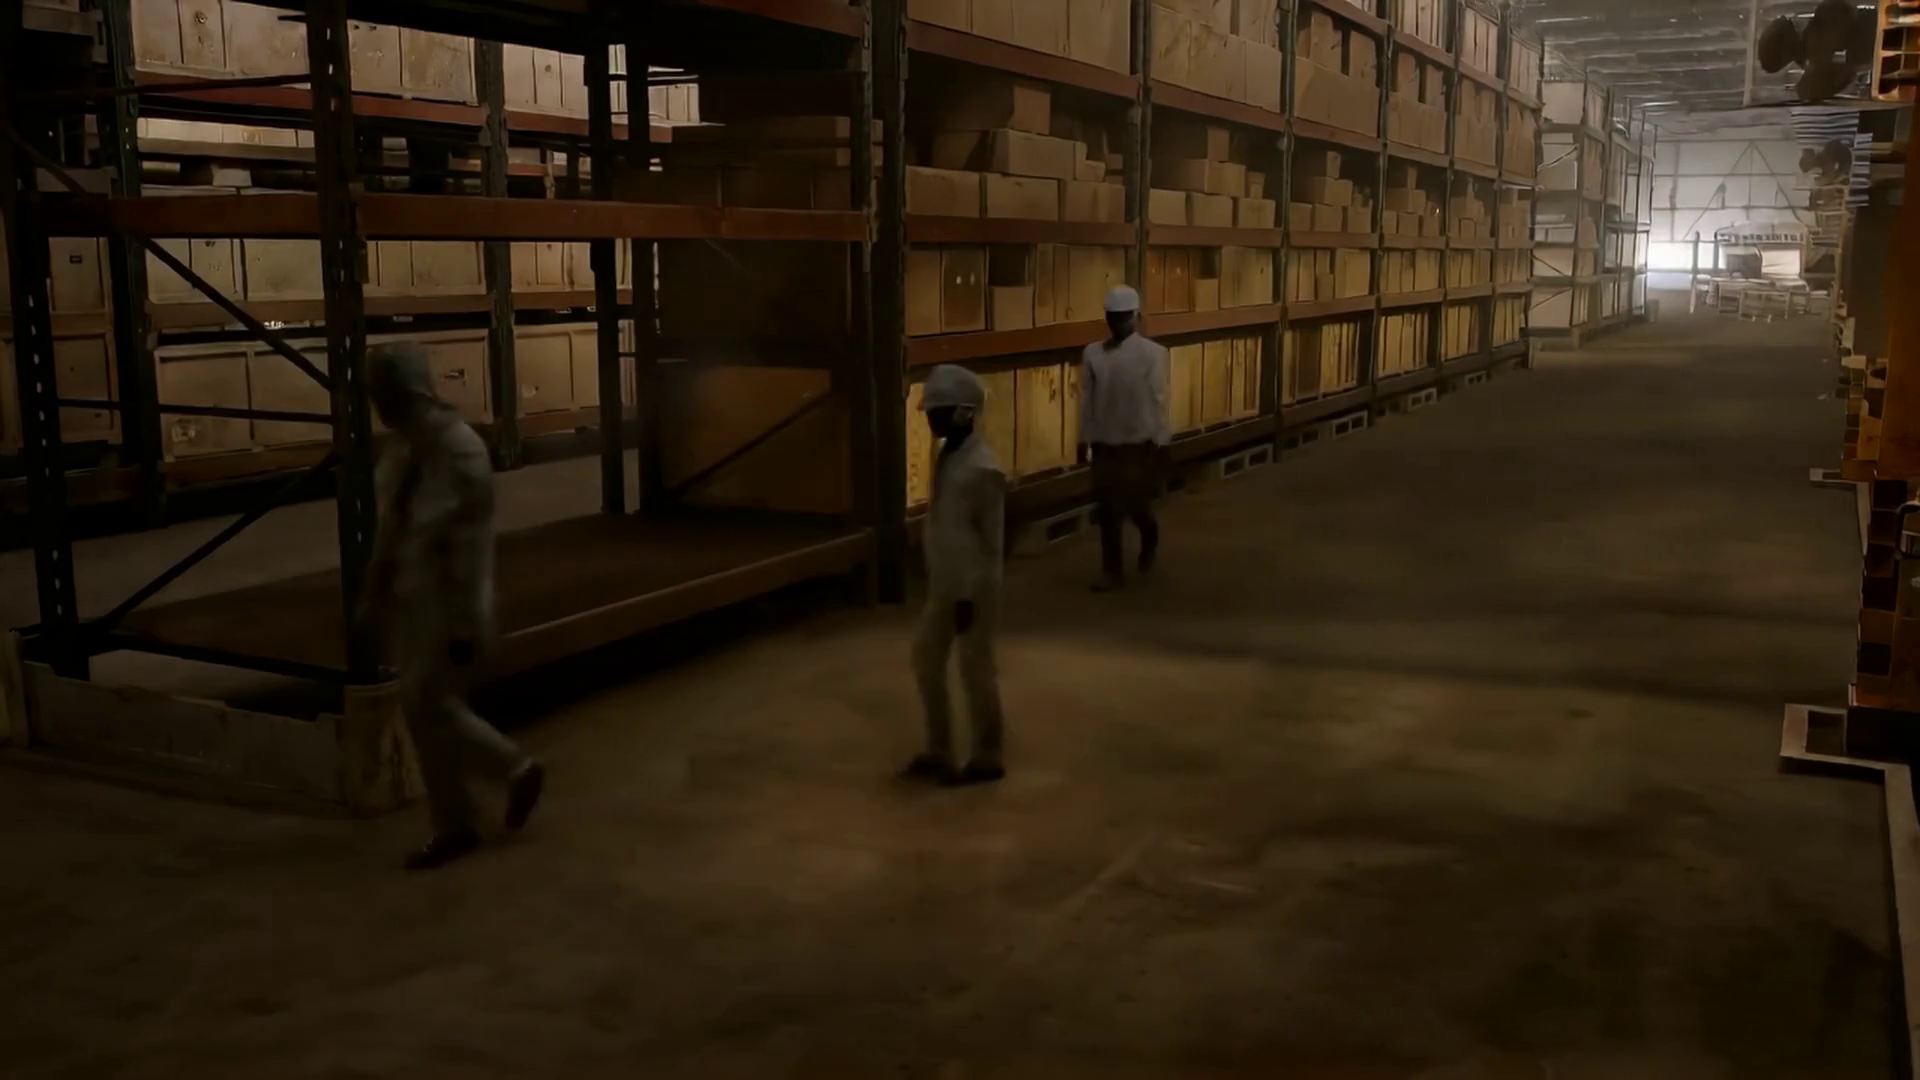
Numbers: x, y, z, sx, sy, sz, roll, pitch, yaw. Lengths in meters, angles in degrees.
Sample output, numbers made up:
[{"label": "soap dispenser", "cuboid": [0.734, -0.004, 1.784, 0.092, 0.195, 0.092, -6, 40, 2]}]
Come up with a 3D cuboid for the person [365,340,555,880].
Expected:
[{"label": "person", "cuboid": [-1.827, 0.231, 5.900, 0.512, 1.875, 0.673, -8, 12, -38]}]

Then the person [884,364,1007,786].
[{"label": "person", "cuboid": [-0.076, 0.162, 6.710, 0.620, 1.729, 0.596, -4, 11, -21]}]

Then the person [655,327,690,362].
[{"label": "person", "cuboid": [-2.613, -1.360, 15.367, 0.580, 1.800, 0.995, 4, 11, 22]}]

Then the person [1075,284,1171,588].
[{"label": "person", "cuboid": [1.077, -0.687, 10.927, 0.621, 1.977, 0.534, 6, 11, 31]}]
